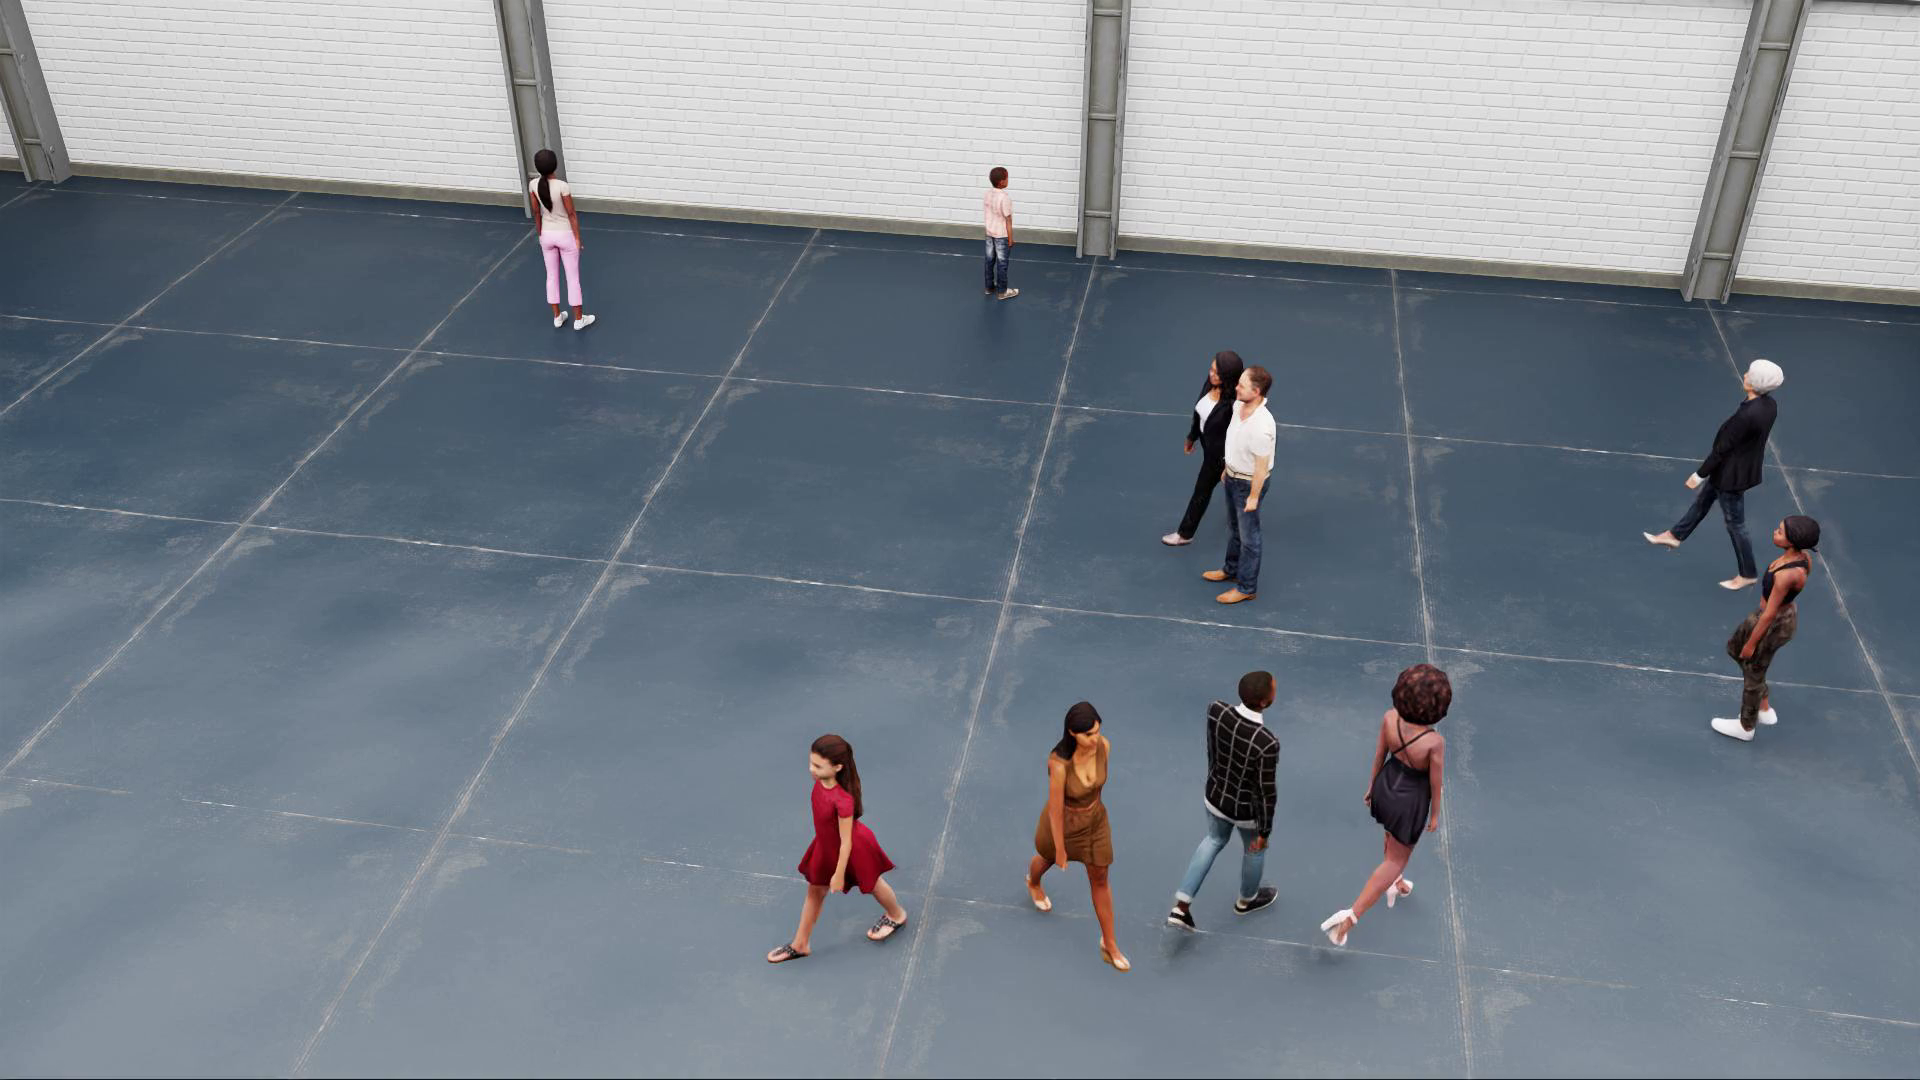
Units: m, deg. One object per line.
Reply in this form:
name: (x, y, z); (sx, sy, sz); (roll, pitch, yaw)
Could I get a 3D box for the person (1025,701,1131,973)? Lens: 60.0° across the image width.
person: (0.557, 1.515, 9.008); (1.034, 1.638, 1.094); (-21, 39, -28)

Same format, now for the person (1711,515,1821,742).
person: (5.132, 0.590, 10.357); (0.774, 1.685, 0.719); (21, 39, 28)

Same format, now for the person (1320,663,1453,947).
person: (2.315, 1.474, 8.966); (1.056, 1.754, 1.044); (-23, 40, -31)

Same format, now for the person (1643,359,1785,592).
person: (5.383, -0.430, 11.436); (1.199, 1.752, 1.119); (28, 43, 35)

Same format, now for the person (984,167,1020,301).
person: (0.362, -2.974, 16.060); (0.643, 1.308, 0.563); (-28, 43, -35)

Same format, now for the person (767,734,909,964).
person: (-0.557, 1.633, 8.951); (1.080, 1.505, 0.983); (-19, 38, -26)

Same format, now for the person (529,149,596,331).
person: (-3.715, -2.785, 15.384); (0.472, 1.742, 0.650); (9, 35, 13)

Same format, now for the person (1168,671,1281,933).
person: (1.440, 1.442, 8.973); (1.099, 1.799, 1.092); (-28, 43, -36)

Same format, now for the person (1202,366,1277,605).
person: (2.035, -0.406, 11.702); (0.699, 1.856, 0.732); (-5, 34, -8)

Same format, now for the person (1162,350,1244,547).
person: (2.015, -0.701, 12.401); (1.209, 1.573, 1.009); (-13, 36, -19)
